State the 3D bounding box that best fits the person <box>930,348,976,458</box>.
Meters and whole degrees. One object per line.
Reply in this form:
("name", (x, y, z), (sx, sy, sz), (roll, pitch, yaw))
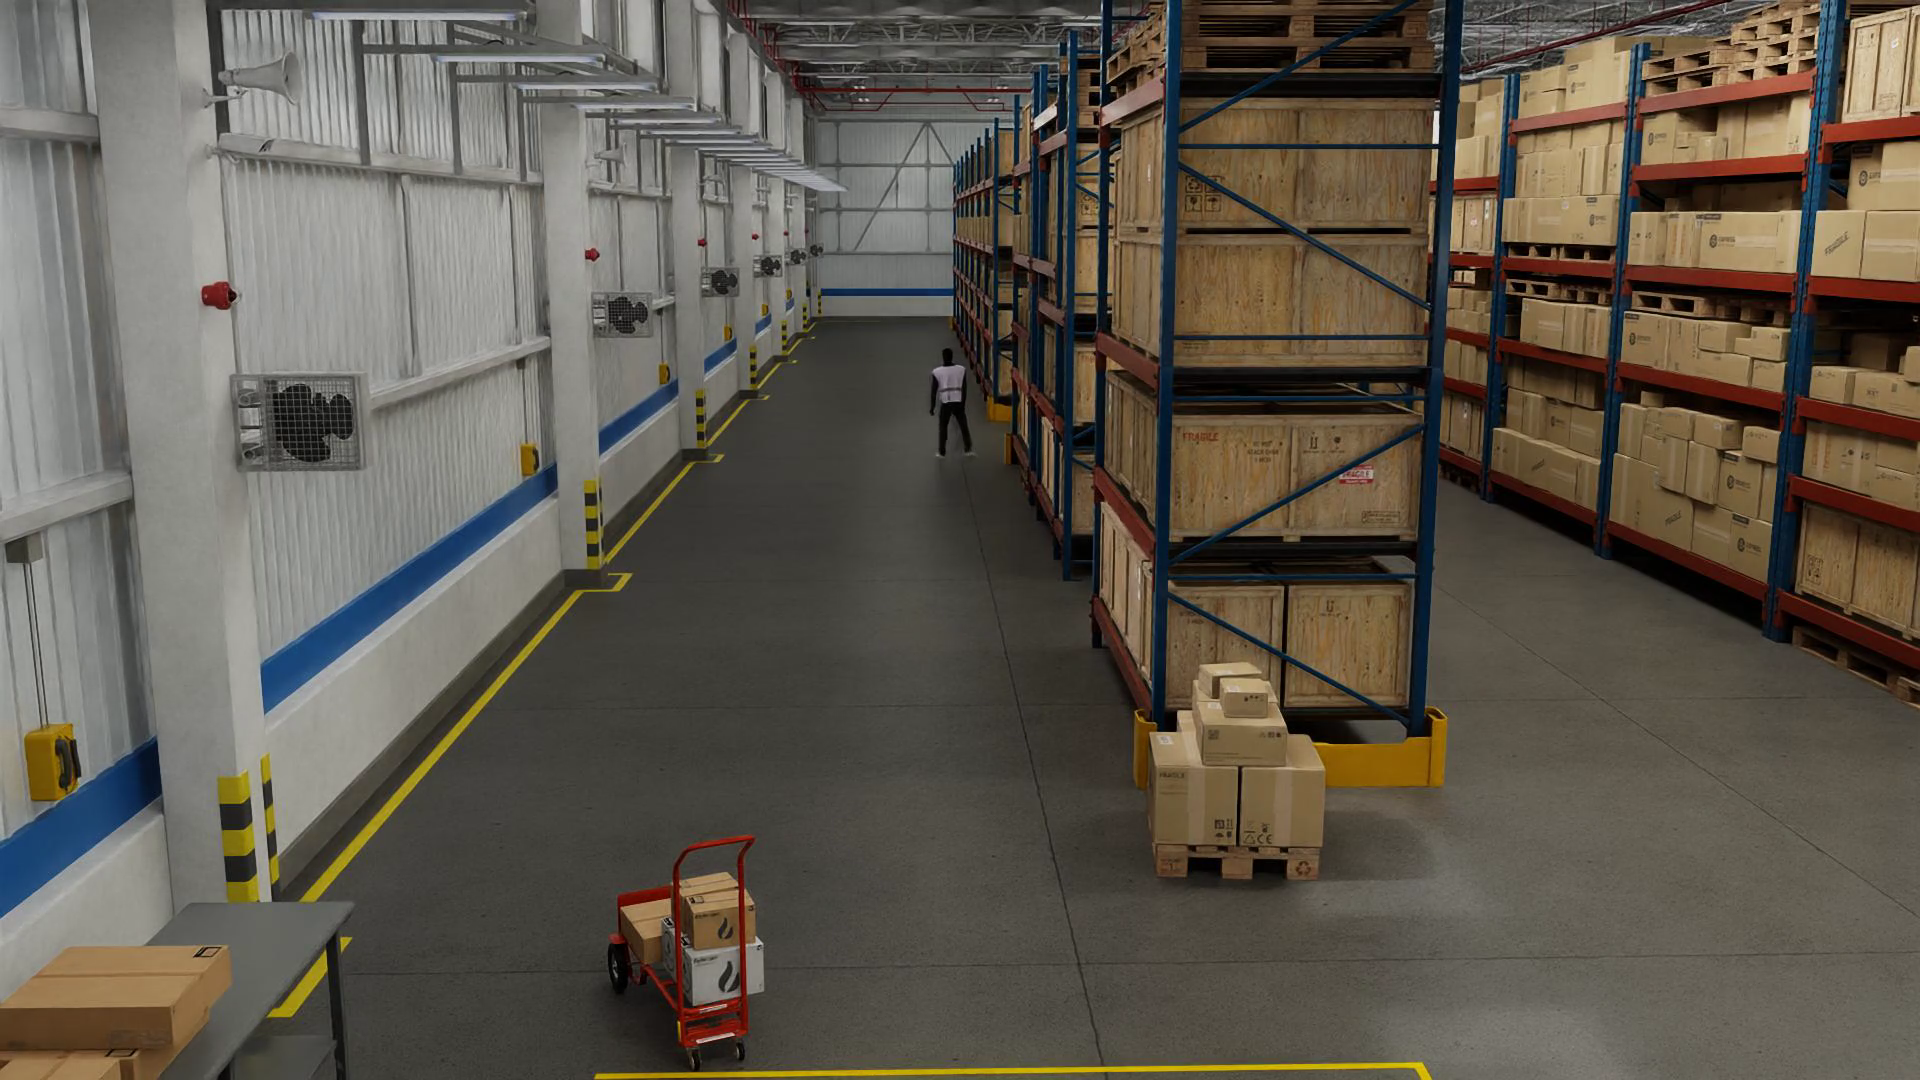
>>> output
("person", (-0.110, -2.331, 28.567), (0.811, 1.894, 0.543), (-2, 11, -9))
